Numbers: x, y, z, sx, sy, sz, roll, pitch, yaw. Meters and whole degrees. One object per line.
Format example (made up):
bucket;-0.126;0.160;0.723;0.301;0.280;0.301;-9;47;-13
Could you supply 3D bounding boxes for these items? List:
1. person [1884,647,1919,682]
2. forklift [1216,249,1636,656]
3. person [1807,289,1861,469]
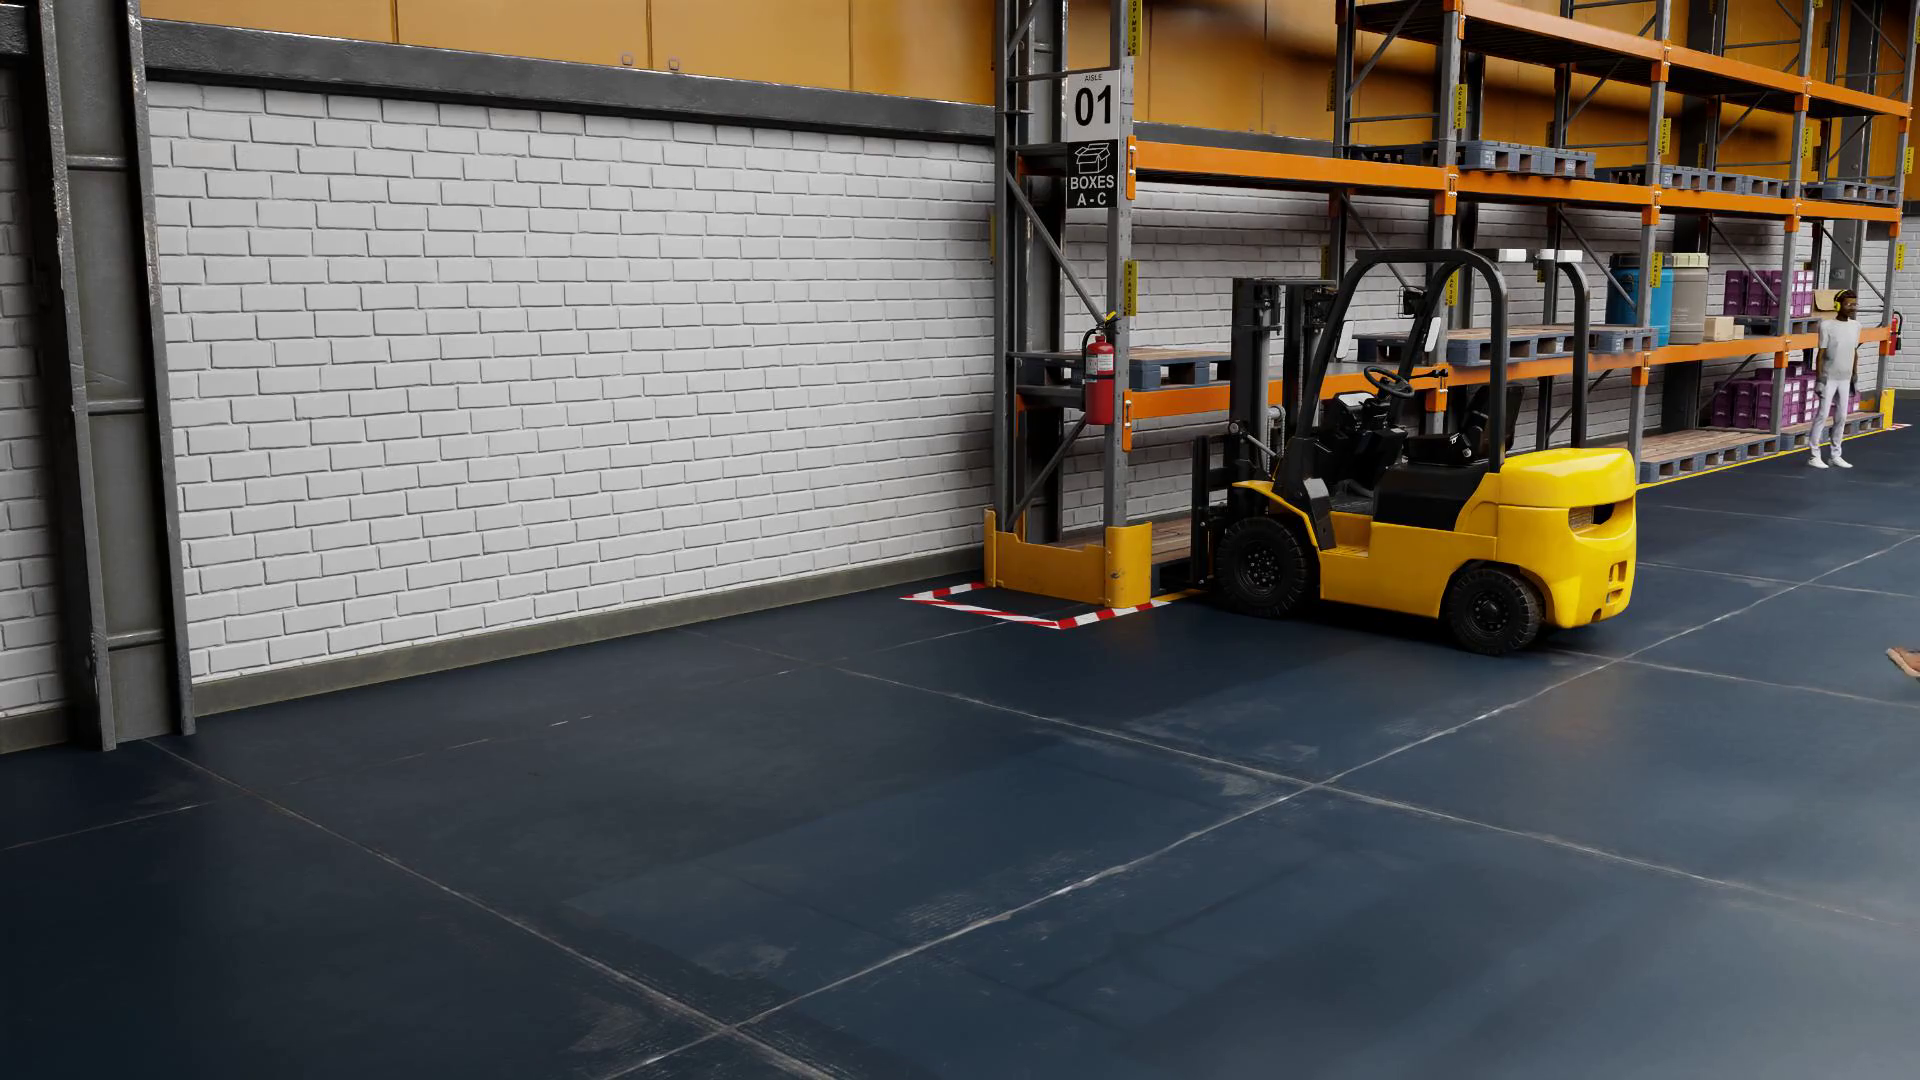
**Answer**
person;5.062;-0.230;8.193;1.026;1.941;0.651;-1;9;-6
forklift;2.710;-0.584;9.626;2.313;2.155;1.214;9;13;43
person;9.112;-1.664;17.283;0.516;1.860;0.317;-2;10;-13
